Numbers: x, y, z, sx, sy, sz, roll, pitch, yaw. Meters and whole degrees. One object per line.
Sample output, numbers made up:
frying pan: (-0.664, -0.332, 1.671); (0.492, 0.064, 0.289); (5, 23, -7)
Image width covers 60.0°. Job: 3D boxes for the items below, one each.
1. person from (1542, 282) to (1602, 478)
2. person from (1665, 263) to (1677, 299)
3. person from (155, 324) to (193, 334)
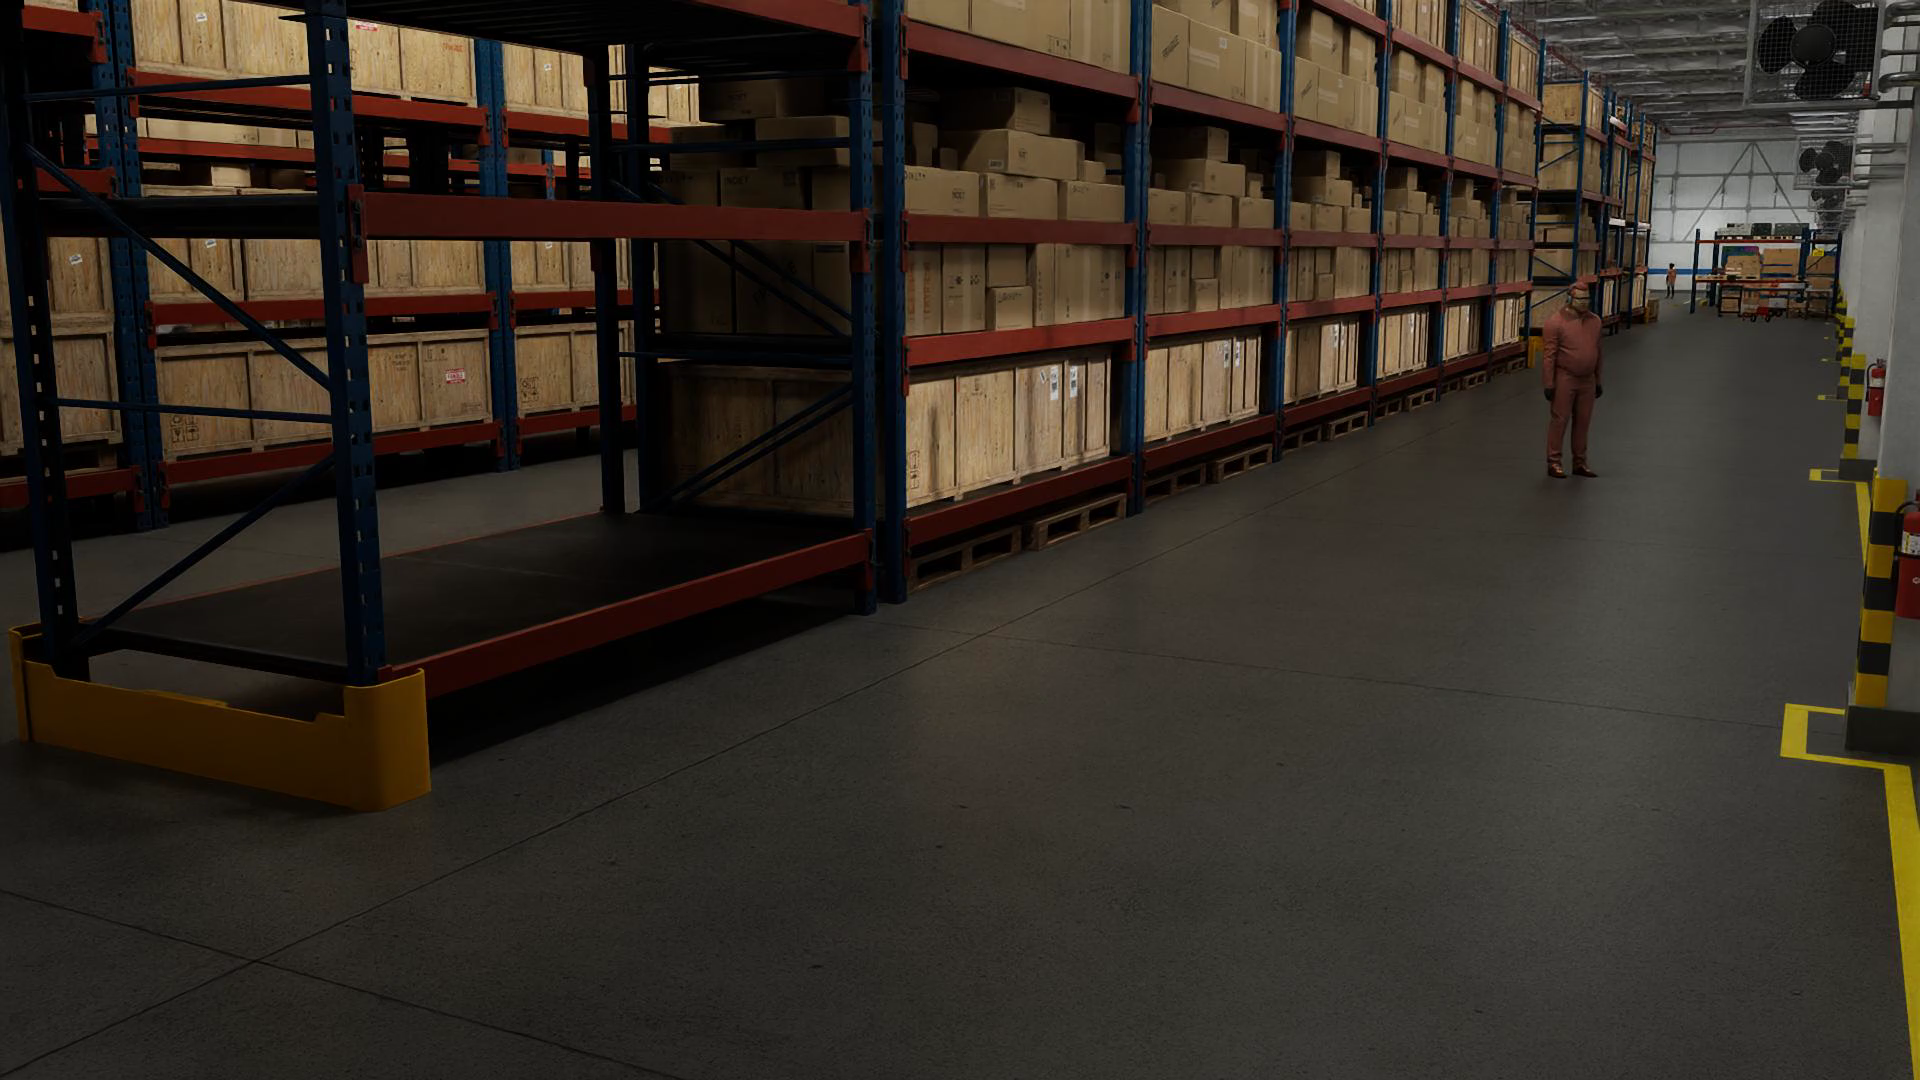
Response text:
person: (5.948, -1.541, 16.127); (0.654, 1.897, 0.403); (-3, 10, -18)
person: (33.858, -12.332, 79.186); (0.534, 1.692, 0.318); (-3, 10, -16)
person: (-8.202, -1.764, 17.445); (0.587, 1.885, 0.998); (4, 10, 21)
